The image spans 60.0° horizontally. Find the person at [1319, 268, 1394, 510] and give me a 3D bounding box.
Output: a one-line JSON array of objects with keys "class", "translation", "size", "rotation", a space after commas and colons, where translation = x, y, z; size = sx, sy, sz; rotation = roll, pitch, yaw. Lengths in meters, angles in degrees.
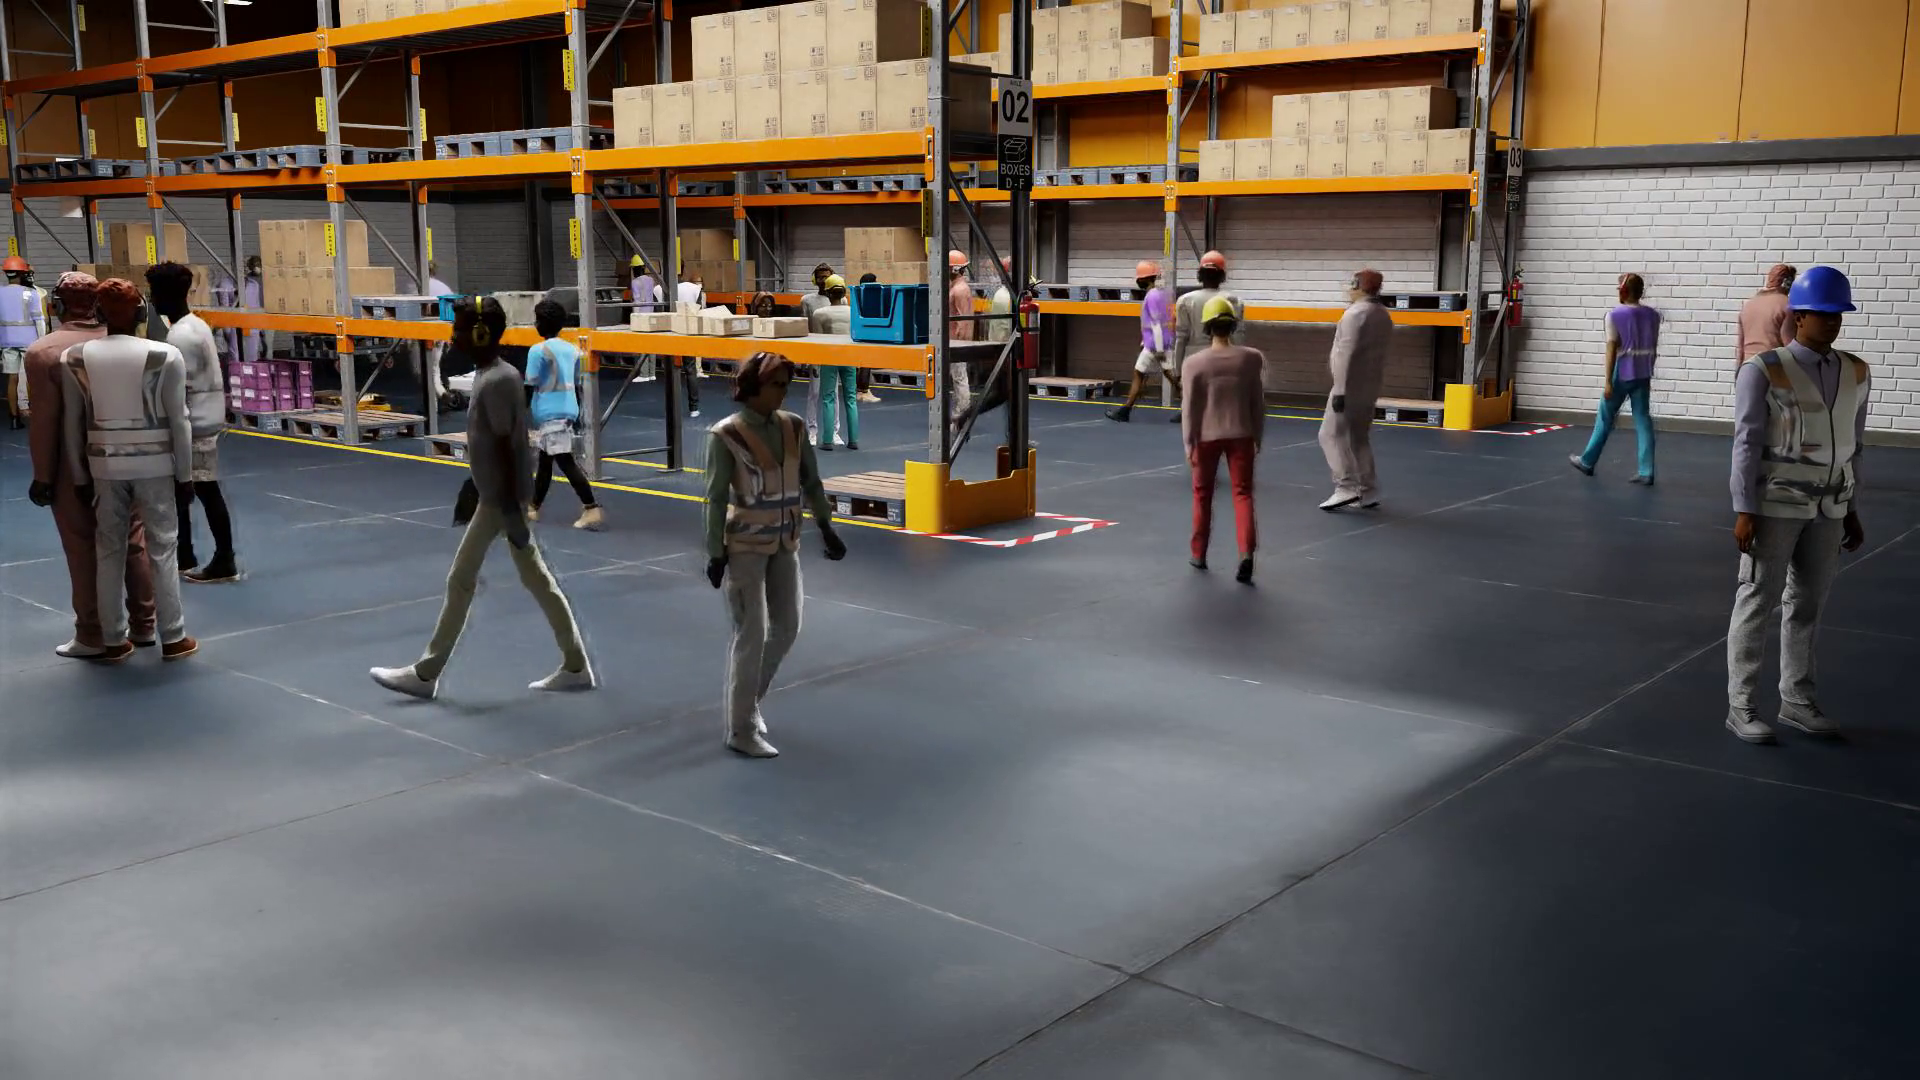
[{"class": "person", "translation": [3.076, -1.158, 12.920], "size": [0.433, 1.882, 0.740], "rotation": [9, 13, 41]}]

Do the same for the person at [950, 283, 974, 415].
[{"class": "person", "translation": [-0.101, -2.059, 18.718], "size": [0.520, 1.638, 0.362], "rotation": [-3, 10, -15]}]

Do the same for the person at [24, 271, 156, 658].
[{"class": "person", "translation": [-4.323, -0.371, 8.273], "size": [0.405, 1.906, 0.653], "rotation": [6, 11, 29]}]

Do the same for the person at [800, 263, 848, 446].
[{"class": "person", "translation": [-1.390, -1.891, 17.036], "size": [0.512, 1.872, 0.328], "rotation": [-3, 10, -15]}]

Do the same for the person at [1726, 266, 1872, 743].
[{"class": "person", "translation": [3.443, -0.139, 6.836], "size": [0.605, 1.948, 0.391], "rotation": [-2, 10, -14]}]

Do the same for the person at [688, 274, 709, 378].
[{"class": "person", "translation": [-4.111, -3.316, 25.852], "size": [0.284, 1.623, 0.492], "rotation": [6, 12, 31]}]

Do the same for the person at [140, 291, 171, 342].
[{"class": "person", "translation": [-8.547, -2.032, 17.908], "size": [0.509, 1.844, 0.329], "rotation": [2, 10, 9]}]

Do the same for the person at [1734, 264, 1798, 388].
[{"class": "person", "translation": [6.885, -1.401, 14.219], "size": [0.529, 1.885, 0.800], "rotation": [-2, 10, -12]}]

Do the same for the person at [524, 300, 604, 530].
[{"class": "person", "translation": [-2.926, -0.900, 12.000], "size": [0.870, 1.652, 0.530], "rotation": [3, 10, 16]}]

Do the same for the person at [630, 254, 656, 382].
[{"class": "person", "translation": [-4.810, -3.350, 25.170], "size": [0.360, 1.930, 0.587], "rotation": [3, 10, 17]}]

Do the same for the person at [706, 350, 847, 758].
[{"class": "person", "translation": [-0.804, 0.040, 6.760], "size": [0.551, 1.618, 0.531], "rotation": [8, 13, 38]}]

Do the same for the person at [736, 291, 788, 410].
[{"class": "person", "translation": [-1.804, -1.452, 15.214], "size": [0.517, 1.633, 0.313], "rotation": [-6, 11, -29]}]

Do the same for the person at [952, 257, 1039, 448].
[{"class": "person", "translation": [0.372, -1.892, 16.792], "size": [0.772, 1.961, 0.658], "rotation": [2, 10, 12]}]

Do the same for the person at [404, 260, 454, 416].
[{"class": "person", "translation": [-6.255, -2.386, 19.689], "size": [0.669, 1.925, 0.642], "rotation": [6, 12, 32]}]

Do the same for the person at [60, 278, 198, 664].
[{"class": "person", "translation": [-4.038, -0.327, 8.112], "size": [0.576, 1.877, 0.345], "rotation": [-1, 10, -8]}]

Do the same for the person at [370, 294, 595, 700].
[{"class": "person", "translation": [-2.134, -0.182, 7.458], "size": [0.986, 1.818, 0.518], "rotation": [-1, 10, -4]}]

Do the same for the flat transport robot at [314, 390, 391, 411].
[{"class": "flat transport robot", "translation": [-7.745, -1.720, 20.610], "size": [1.431, 0.197, 0.652], "rotation": [8, 13, 39]}]

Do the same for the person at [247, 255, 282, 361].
[{"class": "person", "translation": [-10.366, -3.262, 24.712], "size": [0.640, 1.910, 0.792], "rotation": [-5, 11, -28]}]

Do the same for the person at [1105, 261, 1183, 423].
[{"class": "person", "translation": [2.242, -2.266, 19.195], "size": [1.062, 1.877, 0.583], "rotation": [4, 11, 21]}]

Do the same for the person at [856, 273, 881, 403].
[{"class": "person", "translation": [-1.215, -2.655, 21.874], "size": [0.318, 1.695, 0.539], "rotation": [-3, 10, -18]}]

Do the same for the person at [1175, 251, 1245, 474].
[{"class": "person", "translation": [2.184, -1.524, 14.583], "size": [0.609, 2.010, 0.884], "rotation": [2, 10, 10]}]

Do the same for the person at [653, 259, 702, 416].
[{"class": "person", "translation": [-3.373, -2.428, 19.955], "size": [0.591, 1.917, 0.379], "rotation": [-3, 10, -16]}]

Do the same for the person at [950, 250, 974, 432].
[{"class": "person", "translation": [-0.038, -2.200, 18.436], "size": [0.381, 1.994, 0.622], "rotation": [0, 10, -3]}]

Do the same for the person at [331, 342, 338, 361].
[{"class": "person", "translation": [-11.140, -4.007, 29.775], "size": [0.275, 1.630, 0.505], "rotation": [-10, 14, -44]}]

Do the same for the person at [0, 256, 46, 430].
[{"class": "person", "translation": [-10.476, -2.192, 18.563], "size": [0.550, 1.933, 0.374], "rotation": [-1, 10, -7]}]

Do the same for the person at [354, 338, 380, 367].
[{"class": "person", "translation": [-10.194, -3.809, 28.176], "size": [0.736, 1.797, 0.610], "rotation": [-2, 10, -10]}]

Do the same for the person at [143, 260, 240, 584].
[{"class": "person", "translation": [-4.704, -0.684, 9.935], "size": [0.688, 1.942, 0.643], "rotation": [-3, 11, -18]}]

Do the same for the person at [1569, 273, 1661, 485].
[{"class": "person", "translation": [5.744, -1.399, 14.425], "size": [0.593, 1.793, 0.982], "rotation": [-3, 10, -17]}]

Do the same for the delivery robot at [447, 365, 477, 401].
[{"class": "delivery robot", "translation": [-6.015, -1.939, 20.785], "size": [0.707, 0.478, 0.477], "rotation": [0, 10, 2]}]

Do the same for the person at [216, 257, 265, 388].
[{"class": "person", "translation": [-9.691, -2.871, 22.508], "size": [0.401, 1.907, 0.646], "rotation": [5, 11, 28]}]

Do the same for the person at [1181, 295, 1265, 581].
[{"class": "person", "translation": [1.619, -0.632, 10.230], "size": [0.531, 1.737, 0.808], "rotation": [0, 10, 2]}]

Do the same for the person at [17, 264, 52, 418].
[{"class": "person", "translation": [-11.154, -2.390, 19.959], "size": [0.429, 1.843, 0.628], "rotation": [4, 11, 22]}]

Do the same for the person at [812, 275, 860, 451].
[{"class": "person", "translation": [-1.241, -1.774, 16.694], "size": [0.528, 1.759, 0.343], "rotation": [-5, 11, -24]}]
